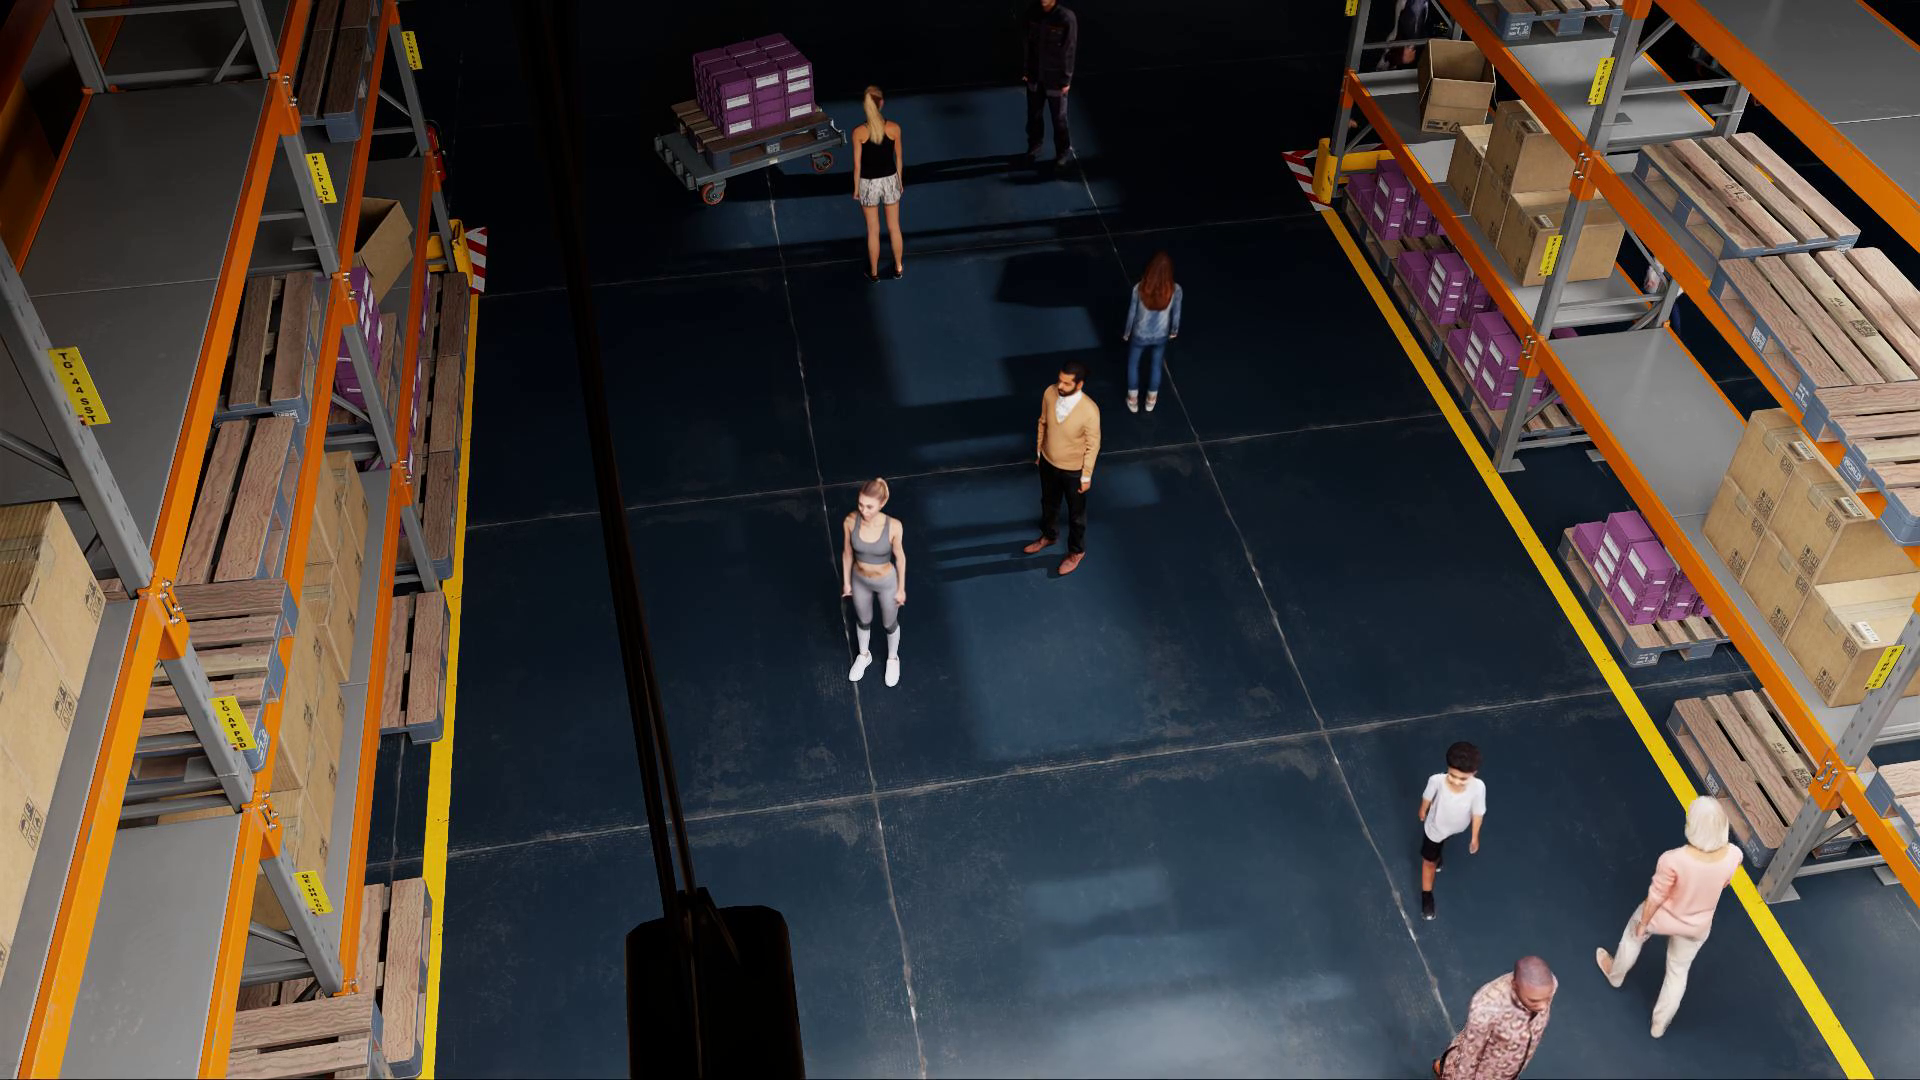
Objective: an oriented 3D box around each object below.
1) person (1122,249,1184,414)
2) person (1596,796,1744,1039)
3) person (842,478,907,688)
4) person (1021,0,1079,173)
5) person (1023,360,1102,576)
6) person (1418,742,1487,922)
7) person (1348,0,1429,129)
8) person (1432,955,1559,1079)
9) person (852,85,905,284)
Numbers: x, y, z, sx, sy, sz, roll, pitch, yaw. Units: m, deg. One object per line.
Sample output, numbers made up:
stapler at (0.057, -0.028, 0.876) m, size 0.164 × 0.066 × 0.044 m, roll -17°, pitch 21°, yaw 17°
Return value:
person at (1.470, -1.602, 12.949) m, size 0.612 × 1.475 × 0.552 m, roll -1°, pitch 44°, yaw -1°
person at (3.890, 2.057, 8.944) m, size 0.676 × 1.701 × 0.837 m, roll 2°, pitch 44°, yaw 2°
person at (-0.548, 0.273, 10.815) m, size 0.646 × 1.703 × 0.641 m, roll 8°, pitch 44°, yaw 8°
person at (0.833, -4.378, 15.527) m, size 0.790 × 1.939 × 0.827 m, roll 21°, pitch 48°, yaw 21°
person at (0.742, -0.541, 11.632) m, size 0.737 × 1.755 × 0.818 m, roll 31°, pitch 52°, yaw 28°
person at (2.874, 1.582, 9.793) m, size 0.672 × 1.217 × 0.931 m, roll 5°, pitch 44°, yaw 5°
person at (4.110, -4.659, 15.895) m, size 0.970 × 1.837 × 1.254 m, roll 4°, pitch 44°, yaw 4°
person at (2.610, 2.542, 8.374) m, size 0.817 × 1.786 × 0.910 m, roll -18°, pitch 47°, yaw -18°
person at (-0.689, -3.032, 14.182) m, size 0.599 × 1.845 × 0.519 m, roll -9°, pitch 44°, yaw -9°
